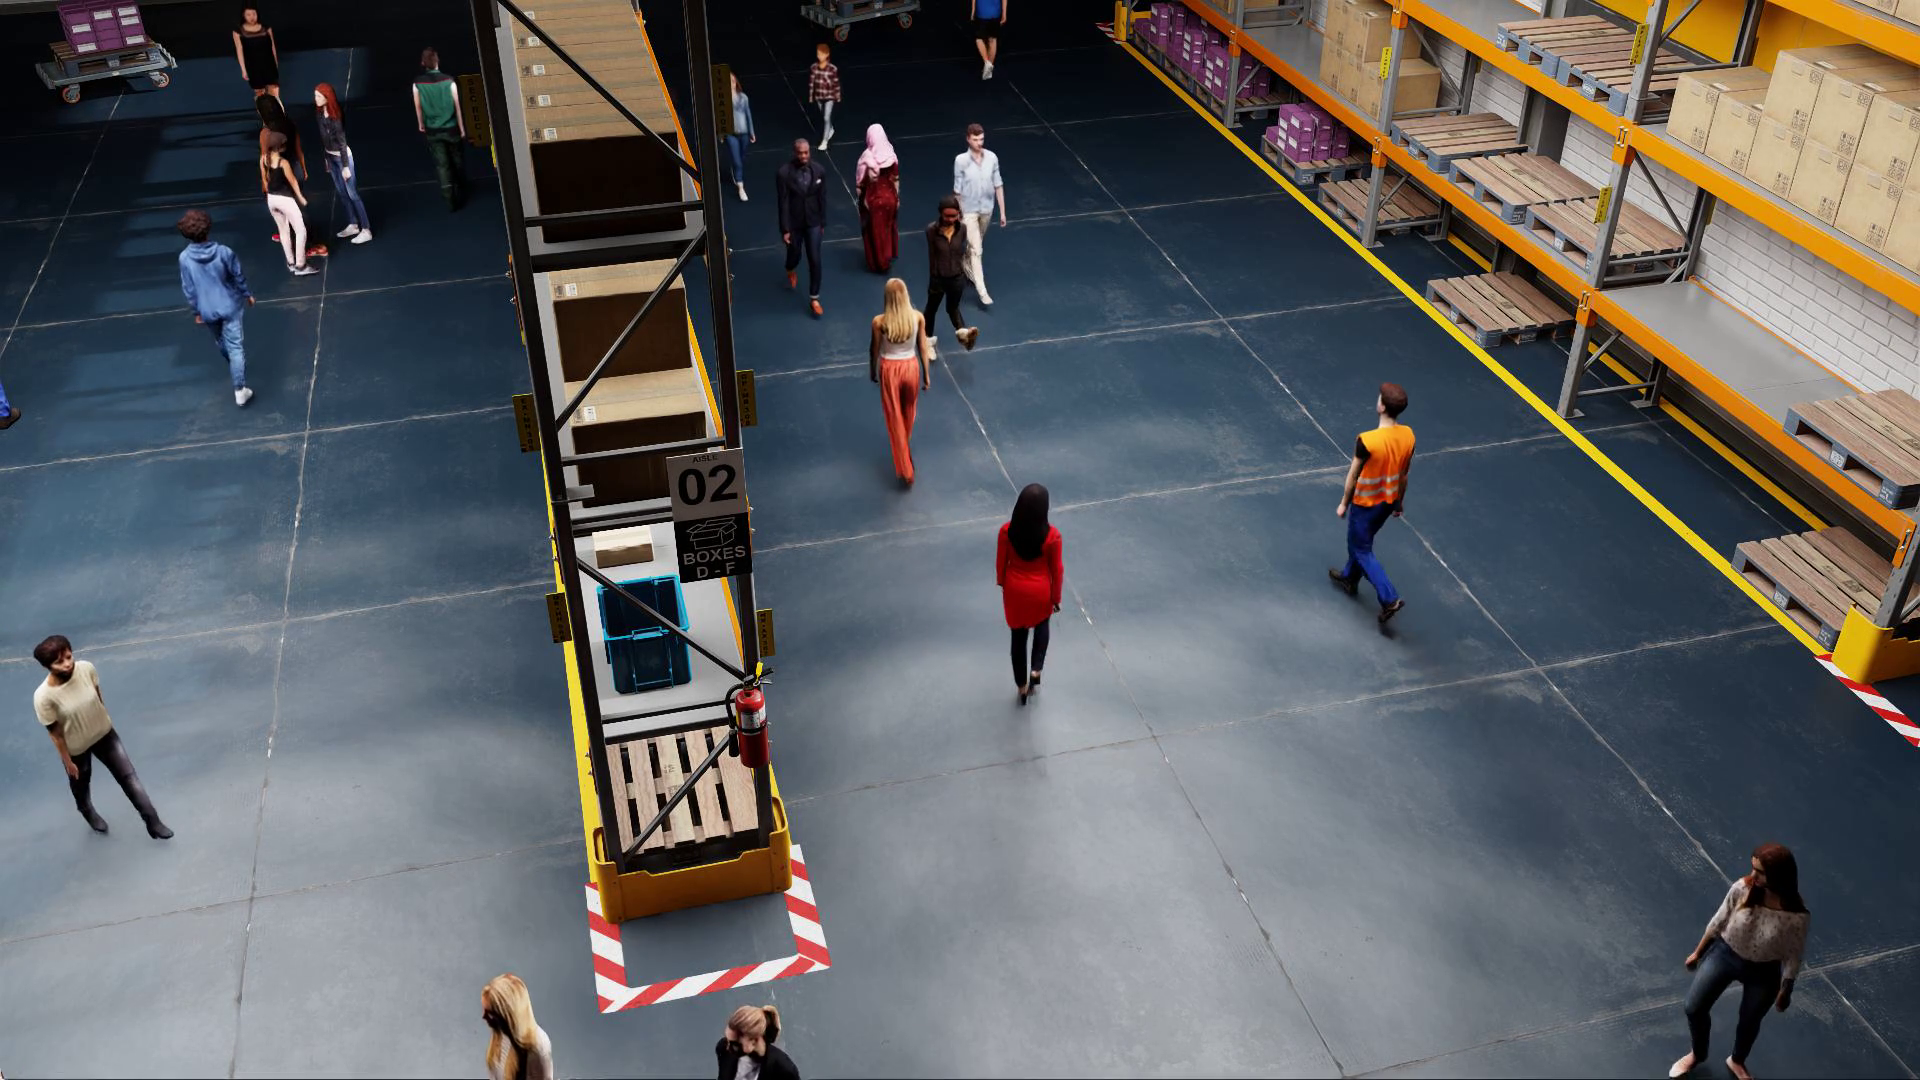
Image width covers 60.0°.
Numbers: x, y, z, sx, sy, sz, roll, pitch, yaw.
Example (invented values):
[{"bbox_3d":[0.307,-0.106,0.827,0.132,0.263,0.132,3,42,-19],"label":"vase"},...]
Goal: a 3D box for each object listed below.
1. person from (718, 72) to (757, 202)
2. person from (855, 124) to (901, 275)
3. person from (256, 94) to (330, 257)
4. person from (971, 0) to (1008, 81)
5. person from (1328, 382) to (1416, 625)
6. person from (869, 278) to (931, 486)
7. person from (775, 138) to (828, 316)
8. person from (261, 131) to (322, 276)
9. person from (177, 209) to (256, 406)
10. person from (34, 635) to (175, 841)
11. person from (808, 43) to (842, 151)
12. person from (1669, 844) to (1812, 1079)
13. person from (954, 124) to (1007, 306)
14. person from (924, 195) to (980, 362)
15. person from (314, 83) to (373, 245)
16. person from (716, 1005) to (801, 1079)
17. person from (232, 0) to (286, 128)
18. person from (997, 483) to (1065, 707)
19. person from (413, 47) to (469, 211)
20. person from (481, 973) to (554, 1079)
[{"bbox_3d":[-2.641,-4.779,19.529,0.700,1.456,1.021,-16,37,-23],"label":"person"},{"bbox_3d":[-0.840,-3.574,17.545,0.718,1.645,0.732,-14,36,-20],"label":"person"},{"bbox_3d":[-7.188,-3.882,17.892,1.124,1.774,1.152,11,35,17],"label":"person"},{"bbox_3d":[0.398,-7.235,22.862,0.677,1.856,0.977,-7,34,-10],"label":"person"},{"bbox_3d":[3.118,-0.247,12.340,0.868,1.866,1.193,-17,37,-24],"label":"person"},{"bbox_3d":[-0.499,-1.290,14.014,0.681,1.750,1.254,-6,34,-9],"label":"person"},{"bbox_3d":[-1.625,-3.219,16.880,0.713,1.791,1.084,-11,35,-15],"label":"person"},{"bbox_3d":[-7.204,-3.594,17.660,0.777,1.551,0.793,2,34,3],"label":"person"},{"bbox_3d":[-6.770,-2.088,15.200,0.794,1.767,1.171,-4,34,-5],"label":"person"},{"bbox_3d":[-5.507,1.241,10.385,1.054,1.552,0.992,18,37,24],"label":"person"},{"bbox_3d":[-1.683,-5.616,20.953,0.836,1.273,0.988,10,35,14],"label":"person"},{"bbox_3d":[4.144,2.224,8.762,0.747,1.713,0.855,17,37,23],"label":"person"},{"bbox_3d":[0.151,-3.420,17.173,0.776,1.801,1.245,-13,36,-19],"label":"person"},{"bbox_3d":[-0.119,-2.448,15.844,0.832,1.653,0.616,-8,35,-12],"label":"person"},{"bbox_3d":[-6.812,-4.150,18.284,0.618,1.787,0.703,24,40,31],"label":"person"},{"bbox_3d":[-0.889,2.768,7.974,0.987,1.679,1.040,17,37,24],"label":"person"},{"bbox_3d":[-8.907,-5.964,21.118,0.802,1.671,1.107,-16,37,-23],"label":"person"},{"bbox_3d":[0.466,0.433,11.436,0.723,1.734,0.736,3,34,5],"label":"person"},{"bbox_3d":[-5.942,-4.679,19.068,0.702,1.799,1.058,-7,34,-11],"label":"person"},{"bbox_3d":[-1.943,2.712,7.959,1.146,1.787,1.138,22,39,29],"label":"person"}]
